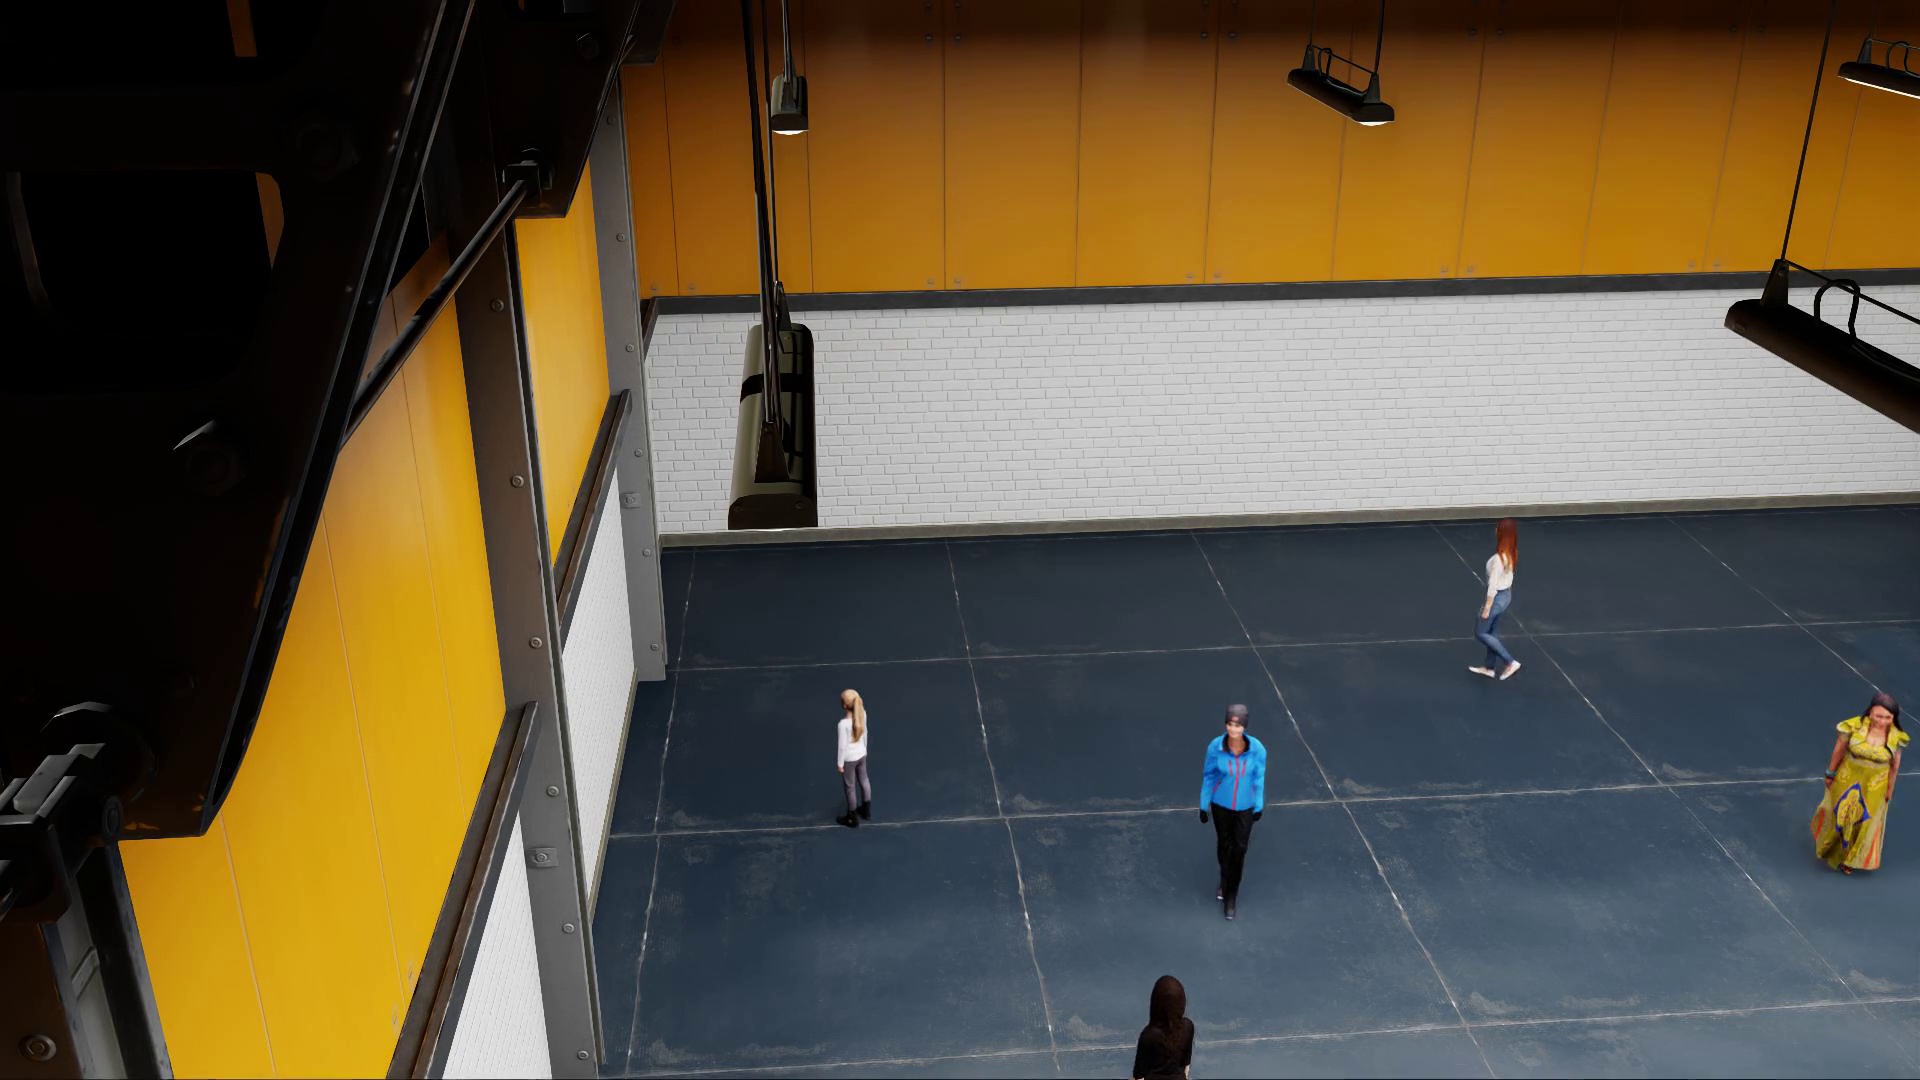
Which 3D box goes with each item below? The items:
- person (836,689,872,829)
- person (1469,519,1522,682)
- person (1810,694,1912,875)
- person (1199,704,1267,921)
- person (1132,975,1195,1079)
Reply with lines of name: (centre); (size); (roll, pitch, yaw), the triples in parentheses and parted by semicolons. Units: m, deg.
person: (-0.907, 1.853, 14.215); (0.634, 1.278, 0.576); (19, 30, 37)
person: (5.391, 0.629, 16.465); (0.885, 1.719, 0.833); (17, 29, 33)
person: (7.329, 1.935, 13.570); (0.857, 1.646, 0.940); (7, 25, 17)
person: (2.166, 2.059, 13.122); (0.801, 1.777, 0.898); (8, 25, 18)
person: (1.257, 3.423, 10.184); (0.755, 1.630, 0.885); (-11, 26, -24)
